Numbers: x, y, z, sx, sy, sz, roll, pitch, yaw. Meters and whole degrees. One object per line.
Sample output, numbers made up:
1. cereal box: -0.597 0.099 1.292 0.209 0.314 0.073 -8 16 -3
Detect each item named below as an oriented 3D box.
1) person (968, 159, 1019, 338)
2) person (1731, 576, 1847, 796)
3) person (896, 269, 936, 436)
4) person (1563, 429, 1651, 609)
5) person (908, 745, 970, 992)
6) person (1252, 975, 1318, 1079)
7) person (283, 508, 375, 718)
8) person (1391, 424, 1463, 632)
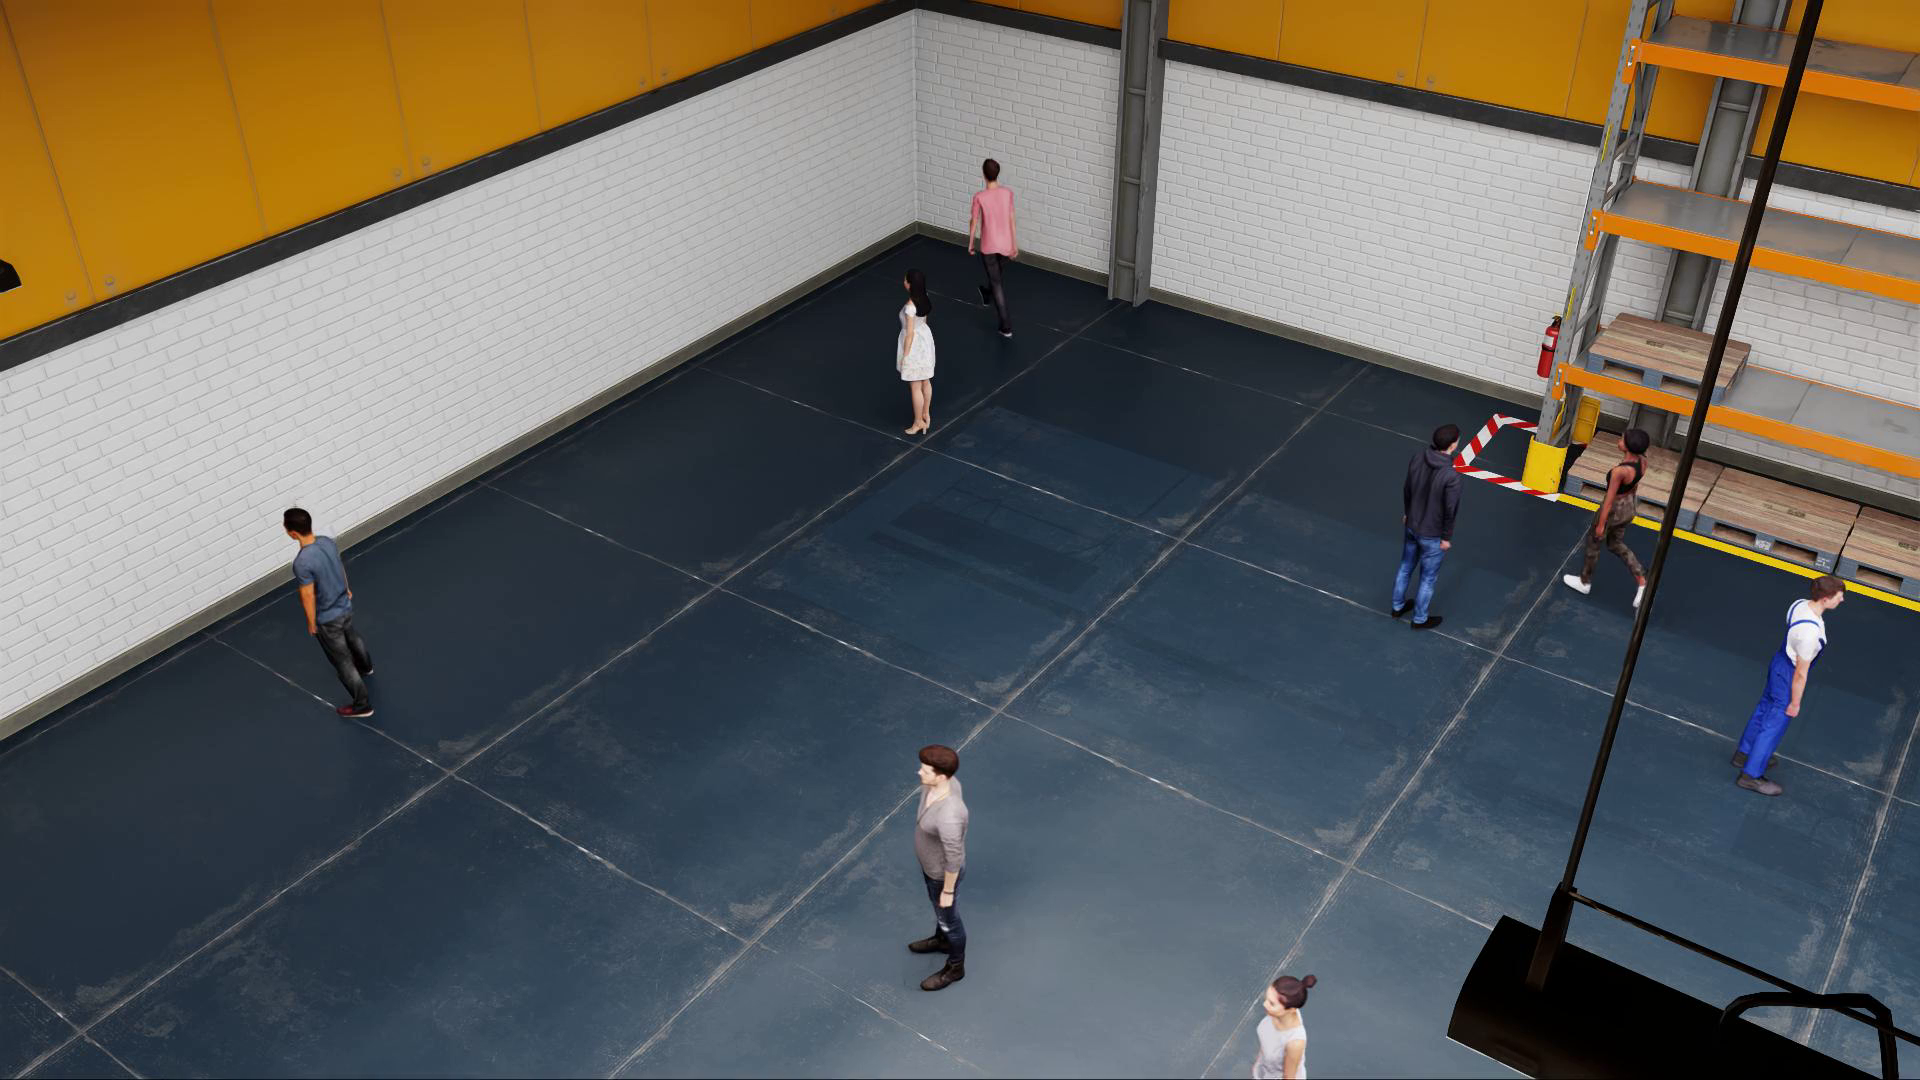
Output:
1. person: 0.431 -3.153 18.310 1.138 1.894 1.360 -12 35 -17
2. person: 6.005 1.013 12.085 0.667 1.848 0.688 8 34 12
3. person: -0.434 -1.868 16.486 0.685 1.774 0.691 14 36 20
4. person: 5.587 -0.160 14.004 0.784 1.677 1.091 -23 40 -31
5. person: -0.103 2.041 10.486 0.831 1.905 0.761 -7 34 -10
6. person: 1.799 2.993 9.311 0.699 1.621 0.644 -4 34 -7
7. person: -4.847 0.538 12.863 0.946 1.778 0.962 4 34 6
8. person: 3.849 -0.110 13.733 0.806 1.893 0.650 -20 38 -27
